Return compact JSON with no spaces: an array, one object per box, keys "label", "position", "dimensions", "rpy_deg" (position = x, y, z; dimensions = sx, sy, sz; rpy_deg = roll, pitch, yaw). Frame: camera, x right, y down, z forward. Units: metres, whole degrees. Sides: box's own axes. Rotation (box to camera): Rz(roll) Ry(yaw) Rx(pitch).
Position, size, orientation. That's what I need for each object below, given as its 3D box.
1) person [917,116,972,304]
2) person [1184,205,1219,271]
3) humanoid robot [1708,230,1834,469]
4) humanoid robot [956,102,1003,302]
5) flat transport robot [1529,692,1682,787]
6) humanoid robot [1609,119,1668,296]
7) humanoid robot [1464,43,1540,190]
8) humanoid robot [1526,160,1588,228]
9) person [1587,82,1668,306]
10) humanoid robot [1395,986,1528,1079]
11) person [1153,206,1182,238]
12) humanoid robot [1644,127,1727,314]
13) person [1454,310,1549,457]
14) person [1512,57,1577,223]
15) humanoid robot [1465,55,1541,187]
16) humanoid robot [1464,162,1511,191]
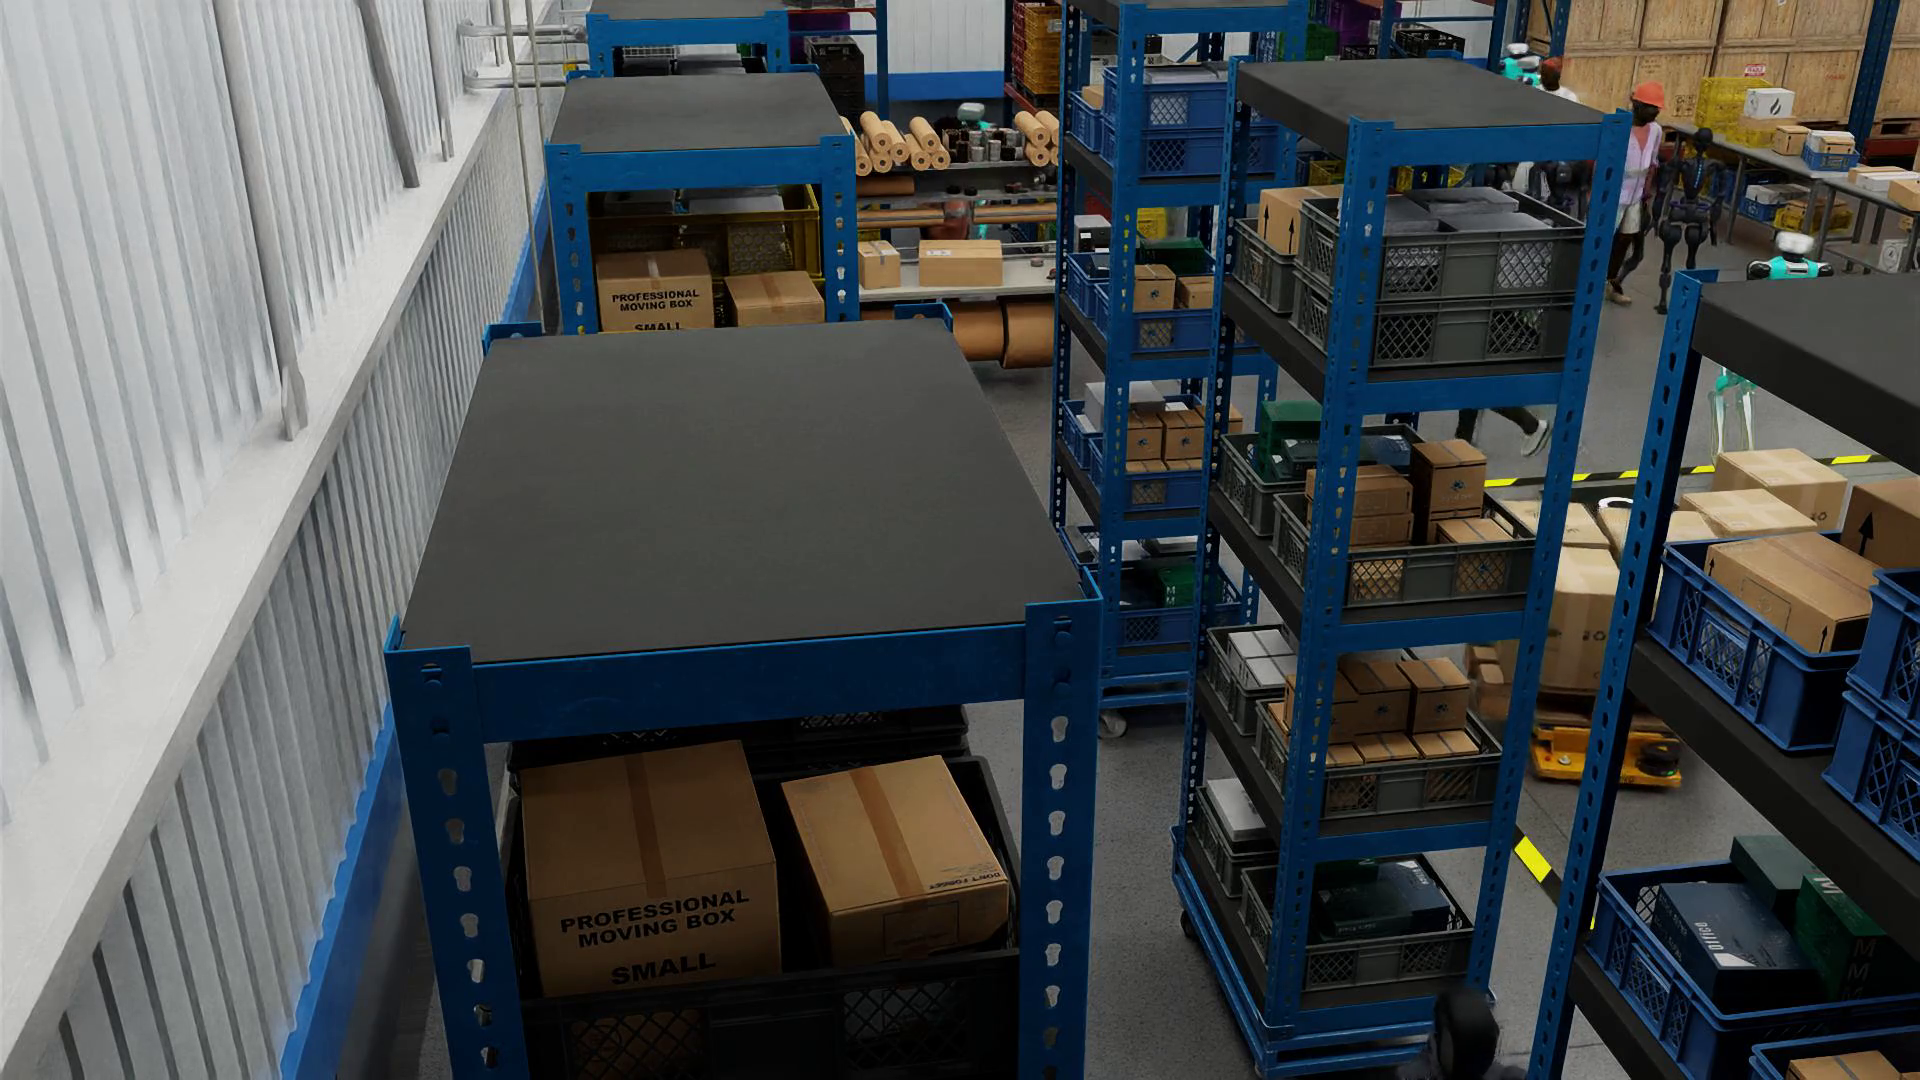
[{"label":"person","position":[-0.112,-2.513,13.731],"dimensions":[0.364,1.964,0.609],"rpy_deg":[20,32,37]},{"label":"person","position":[2.373,-3.403,15.830],"dimensions":[0.431,1.836,0.617],"rpy_deg":[-14,28,-28]},{"label":"humanoid robot","position":[5.371,-1.304,11.216],"dimensions":[0.533,1.677,0.735],"rpy_deg":[1,25,2]},{"label":"humanoid robot","position":[0.080,-2.991,15.115],"dimensions":[0.554,1.826,0.855],"rpy_deg":[4,25,9]},{"label":"flat transport robot","position":[3.199,0.788,8.553],"dimensions":[0.652,0.197,1.431],"rpy_deg":[3,25,7]},{"label":"humanoid robot","position":[6.084,-3.018,15.172],"dimensions":[0.421,1.649,0.601],"rpy_deg":[-20,31,-37]},{"label":"humanoid robot","position":[6.143,-4.793,19.047],"dimensions":[0.535,1.833,0.796],"rpy_deg":[-4,25,-8]},{"label":"humanoid robot","position":[5.312,-2.869,14.854],"dimensions":[0.608,1.650,0.410],"rpy_deg":[0,25,0]},{"label":"person","position":[5.925,-3.059,14.869],"dimensions":[0.682,2.025,0.449],"rpy_deg":[-10,26,-20]},{"label":"humanoid robot","position":[1.232,1.847,4.606],"dimensions":[0.613,1.645,0.472],"rpy_deg":[-5,25,-10]},{"label":"person","position":[2.137,-3.829,16.801],"dimensions":[0.666,1.793,0.716],"rpy_deg":[-4,25,-8]},{"label":"humanoid robot","position":[6.424,-2.823,14.746],"dimensions":[0.609,1.654,0.315],"rpy_deg":[4,25,9]},{"label":"person","position":[3.727,-1.386,11.449],"dimensions":[0.662,1.826,0.620],"rpy_deg":[-2,25,-5]},{"label":"person","position":[5.899,-3.958,16.997],"dimensions":[0.742,1.867,0.601],"rpy_deg":[-20,31,-37]},{"label":"humanoid robot","position":[5.750,-4.366,18.053],"dimensions":[0.934,1.776,0.538],"rpy_deg":[13,28,26]},{"label":"humanoid robot","position":[5.472,-3.843,16.984],"dimensions":[0.611,1.642,0.586],"rpy_deg":[-14,28,-28]}]
